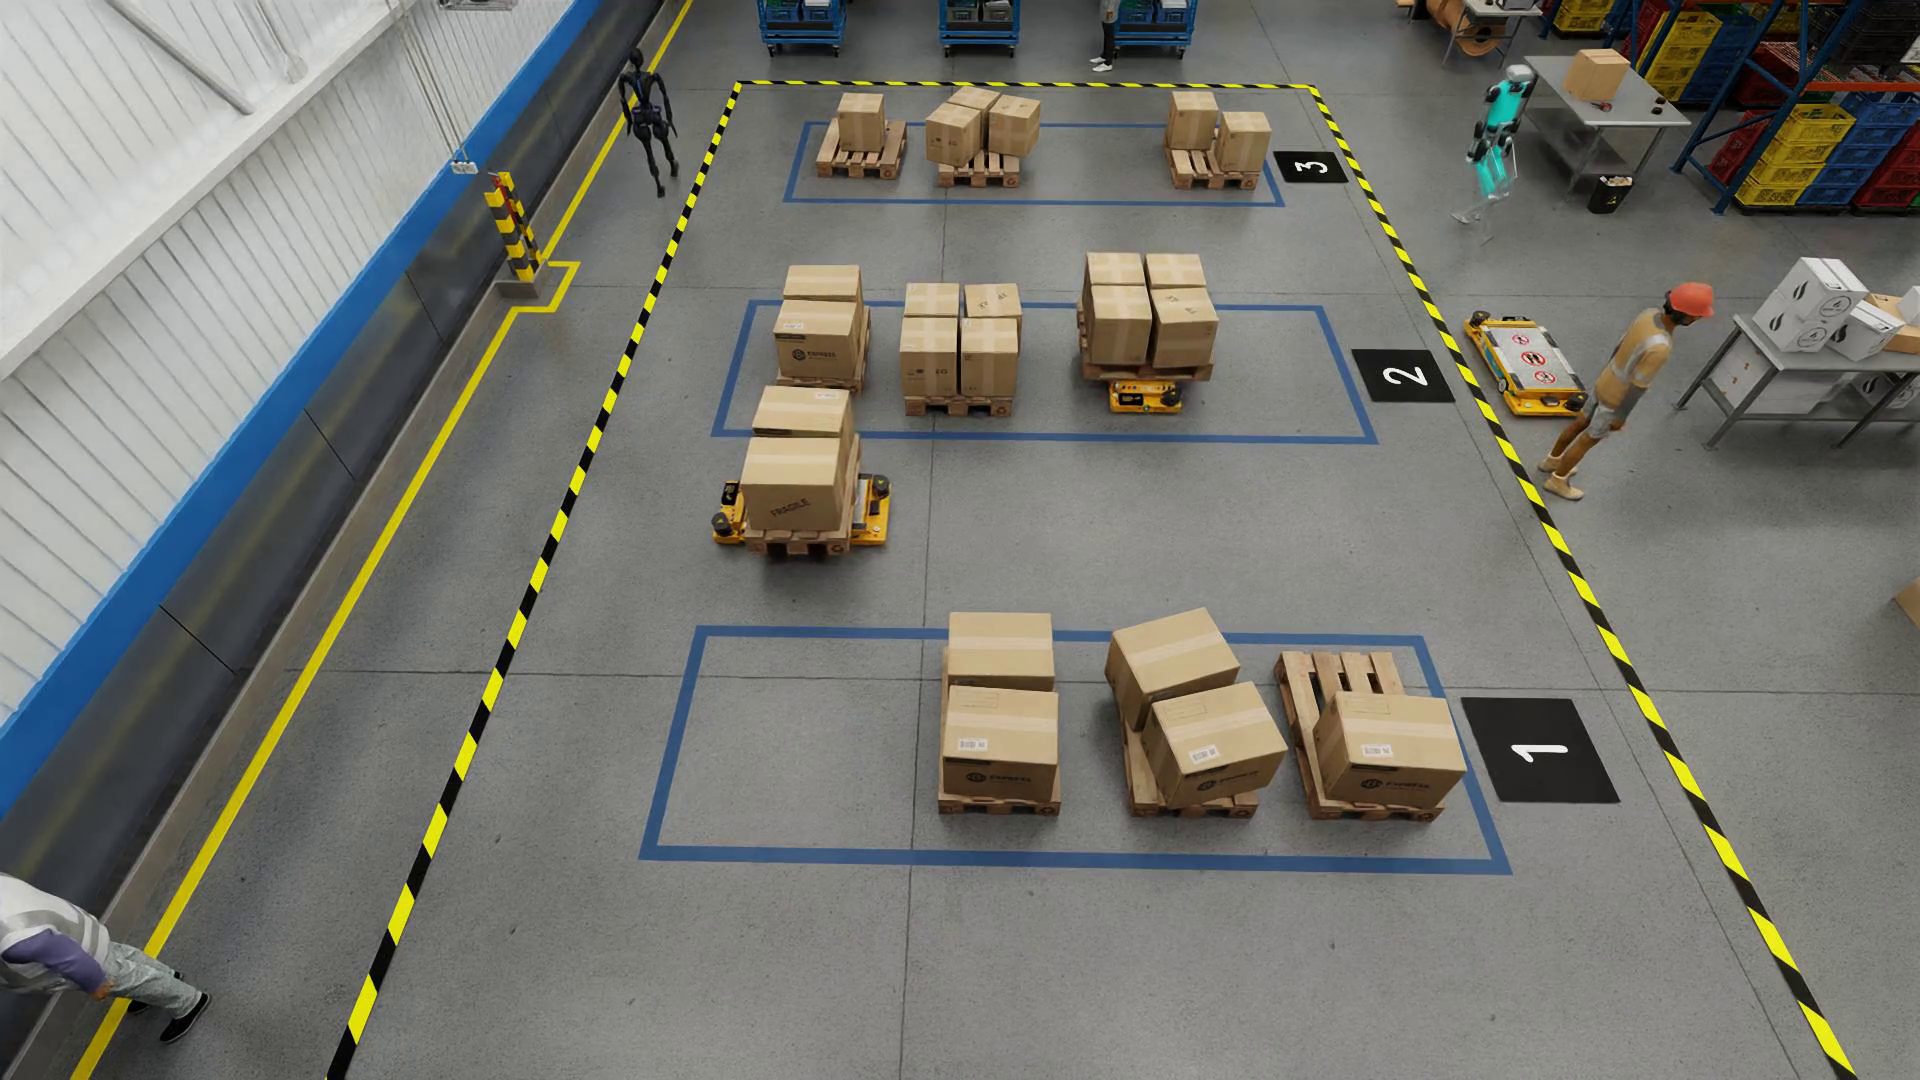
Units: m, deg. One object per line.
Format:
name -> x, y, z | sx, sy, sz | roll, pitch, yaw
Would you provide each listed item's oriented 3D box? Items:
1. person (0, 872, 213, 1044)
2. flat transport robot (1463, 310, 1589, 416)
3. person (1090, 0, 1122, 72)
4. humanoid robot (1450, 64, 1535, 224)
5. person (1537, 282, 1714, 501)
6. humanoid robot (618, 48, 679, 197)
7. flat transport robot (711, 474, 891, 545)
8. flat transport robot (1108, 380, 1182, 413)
person -> -4.564, 2.118, 4.662 | 0.592, 1.837, 0.404 | 24, 53, 19
flat transport robot -> 5.573, -1.757, 9.054 | 0.659, 0.231, 1.431 | 1, 49, 1
person -> 2.129, -7.766, 13.208 | 0.385, 1.850, 0.599 | 0, 49, 0
humanoid robot -> 6.022, -4.308, 10.202 | 0.533, 1.677, 0.735 | -11, 50, -10
person -> 5.336, -1.187, 7.389 | 0.393, 2.042, 0.609 | 14, 51, 12
humanoid robot -> -3.729, -5.043, 10.982 | 0.589, 1.634, 0.717 | -7, 49, -6
flat transport robot -> -1.327, -0.272, 7.751 | 1.431, 0.197, 0.652 | 1, 49, 1
flat transport robot -> 1.773, -1.807, 9.079 | 0.652, 0.197, 1.431 | 1, 49, 1
